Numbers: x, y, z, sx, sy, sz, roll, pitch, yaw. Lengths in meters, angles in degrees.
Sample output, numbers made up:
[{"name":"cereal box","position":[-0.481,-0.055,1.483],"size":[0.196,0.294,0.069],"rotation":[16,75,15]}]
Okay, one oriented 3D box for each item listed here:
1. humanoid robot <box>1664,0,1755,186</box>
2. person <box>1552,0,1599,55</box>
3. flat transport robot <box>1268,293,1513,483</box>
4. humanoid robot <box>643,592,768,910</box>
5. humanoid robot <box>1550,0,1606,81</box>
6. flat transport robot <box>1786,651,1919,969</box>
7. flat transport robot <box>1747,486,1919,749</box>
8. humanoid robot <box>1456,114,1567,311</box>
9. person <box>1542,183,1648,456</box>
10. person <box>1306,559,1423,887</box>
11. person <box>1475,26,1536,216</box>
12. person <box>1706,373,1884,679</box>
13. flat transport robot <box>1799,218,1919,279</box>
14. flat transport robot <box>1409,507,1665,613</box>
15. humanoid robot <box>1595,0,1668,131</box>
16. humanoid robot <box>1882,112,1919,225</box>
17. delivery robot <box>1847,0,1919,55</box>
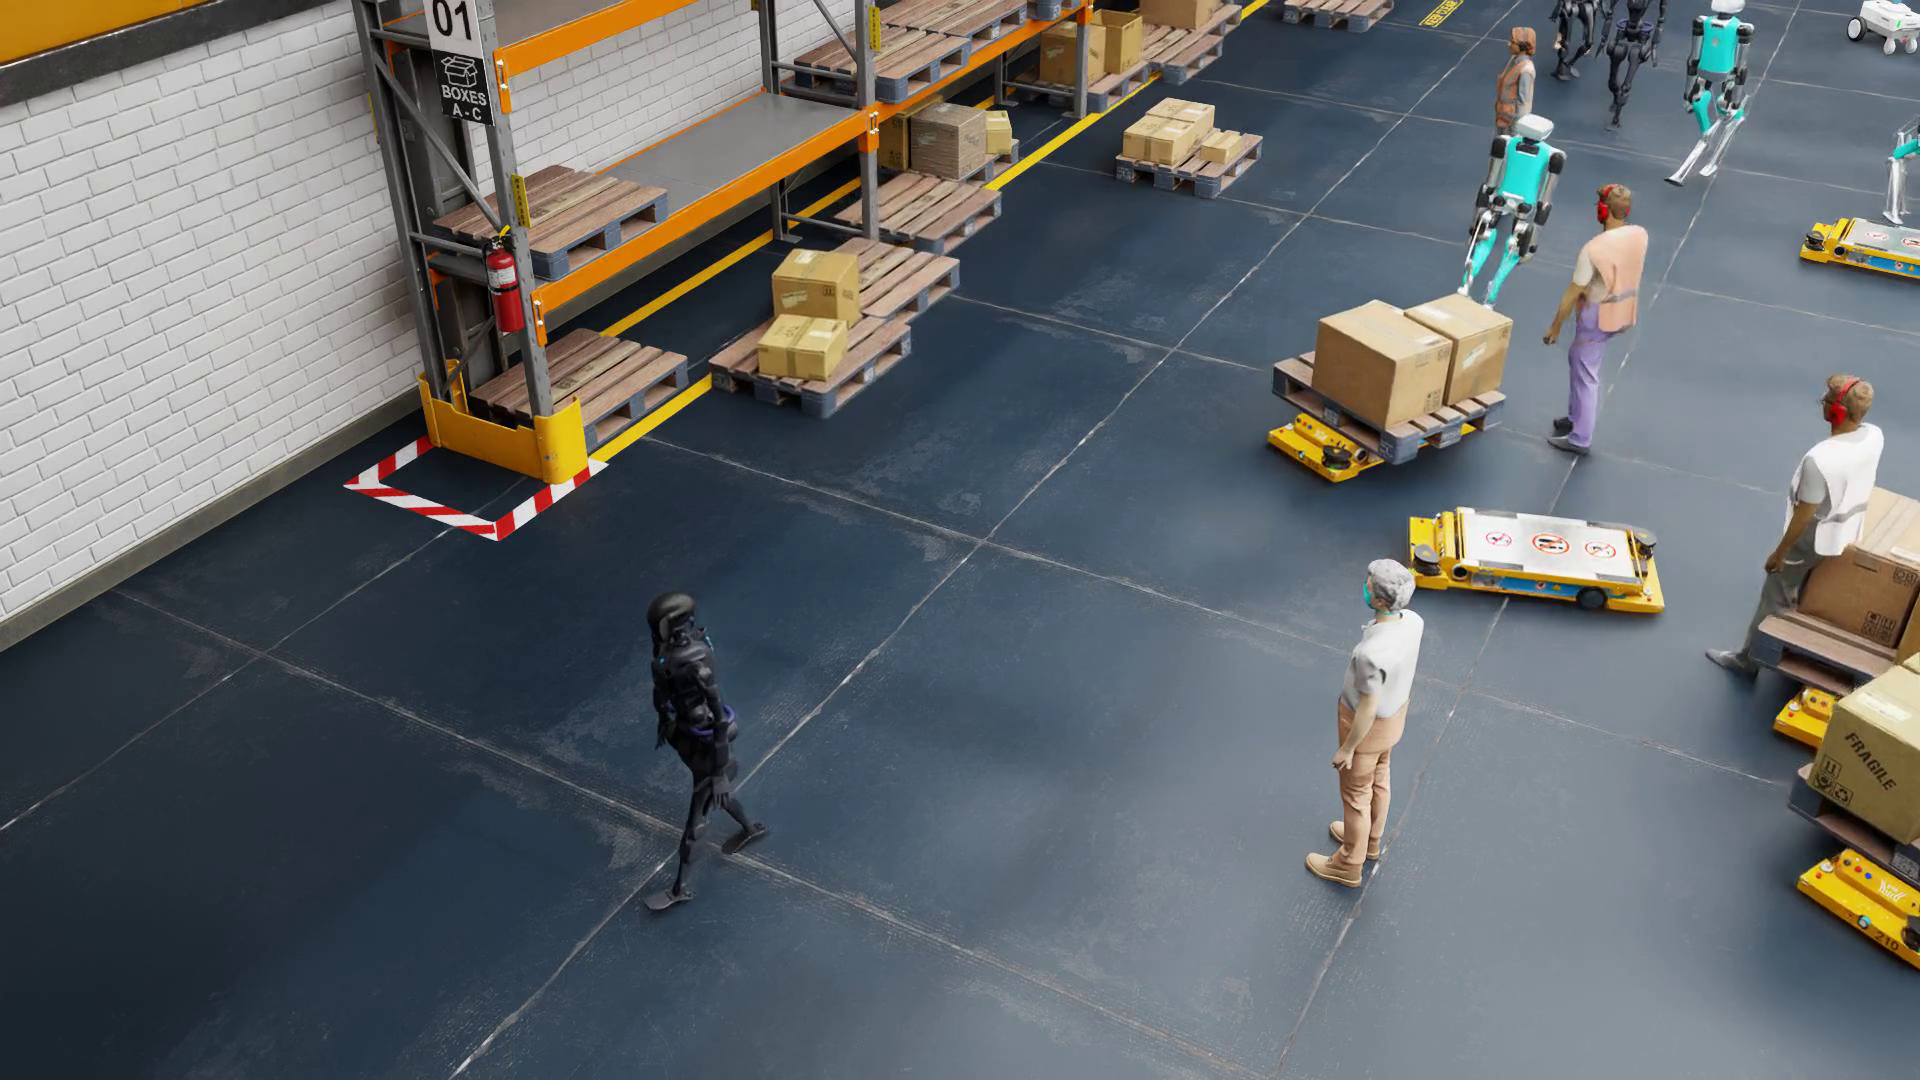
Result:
[{"name":"humanoid robot","position":[6.757,-3.981,14.821],"size":[0.993,1.737,0.562],"rotation":[-26,41,-33]},{"name":"person","position":[6.841,-6.184,18.220],"size":[0.533,1.685,0.332],"rotation":[14,36,20]},{"name":"flat transport robot","position":[2.863,-0.797,11.354],"size":[1.431,0.231,0.659],"rotation":[-20,38,-27]},{"name":"humanoid robot","position":[-1.205,0.906,7.537],"size":[0.759,1.626,0.609],"rotation":[-24,40,-31]},{"name":"humanoid robot","position":[6.489,-5.634,17.388],"size":[0.615,1.648,0.351],"rotation":[-9,34,-13]},{"name":"flat transport robot","position":[4.696,1.498,7.882],"size":[1.431,0.231,0.659],"rotation":[-21,39,-28]},{"name":"flat transport robot","position":[5.007,0.765,8.990],"size":[0.659,0.231,1.431],"rotation":[27,42,34]},{"name":"humanoid robot","position":[3.902,-2.124,12.052],"size":[0.557,1.781,0.888],"rotation":[19,38,26]},{"name":"person","position":[4.147,-1.439,10.914],"size":[0.602,1.815,0.543],"rotation":[-23,40,-30]},{"name":"person","position":[1.853,0.832,7.548],"size":[0.306,1.745,0.496],"rotation":[23,40,30]},{"name":"person","position":[4.753,-3.613,14.370],"size":[0.308,1.638,0.521],"rotation":[3,34,4]},{"name":"person","position":[4.476,-0.034,8.797],"size":[0.582,1.834,0.503],"rotation":[-21,39,-29]},{"name":"flat transport robot","position":[7.771,-2.361,13.719],"size":[1.431,0.231,0.659],"rotation":[20,38,27]},{"name":"flat transport robot","position":[3.439,0.111,9.981],"size":[1.431,0.231,0.659],"rotation":[7,34,10]},{"name":"humanoid robot","position":[6.607,-4.910,16.334],"size":[0.611,1.639,0.734],"rotation":[21,39,29]},{"name":"humanoid robot","position":[8.317,-3.600,14.275],"size":[0.581,1.777,0.715],"rotation":[-13,36,-19]},{"name":"delivery robot","position":[10.429,-5.806,18.691],"size":[0.499,0.614,0.808],"rotation":[-5,34,-8]}]
